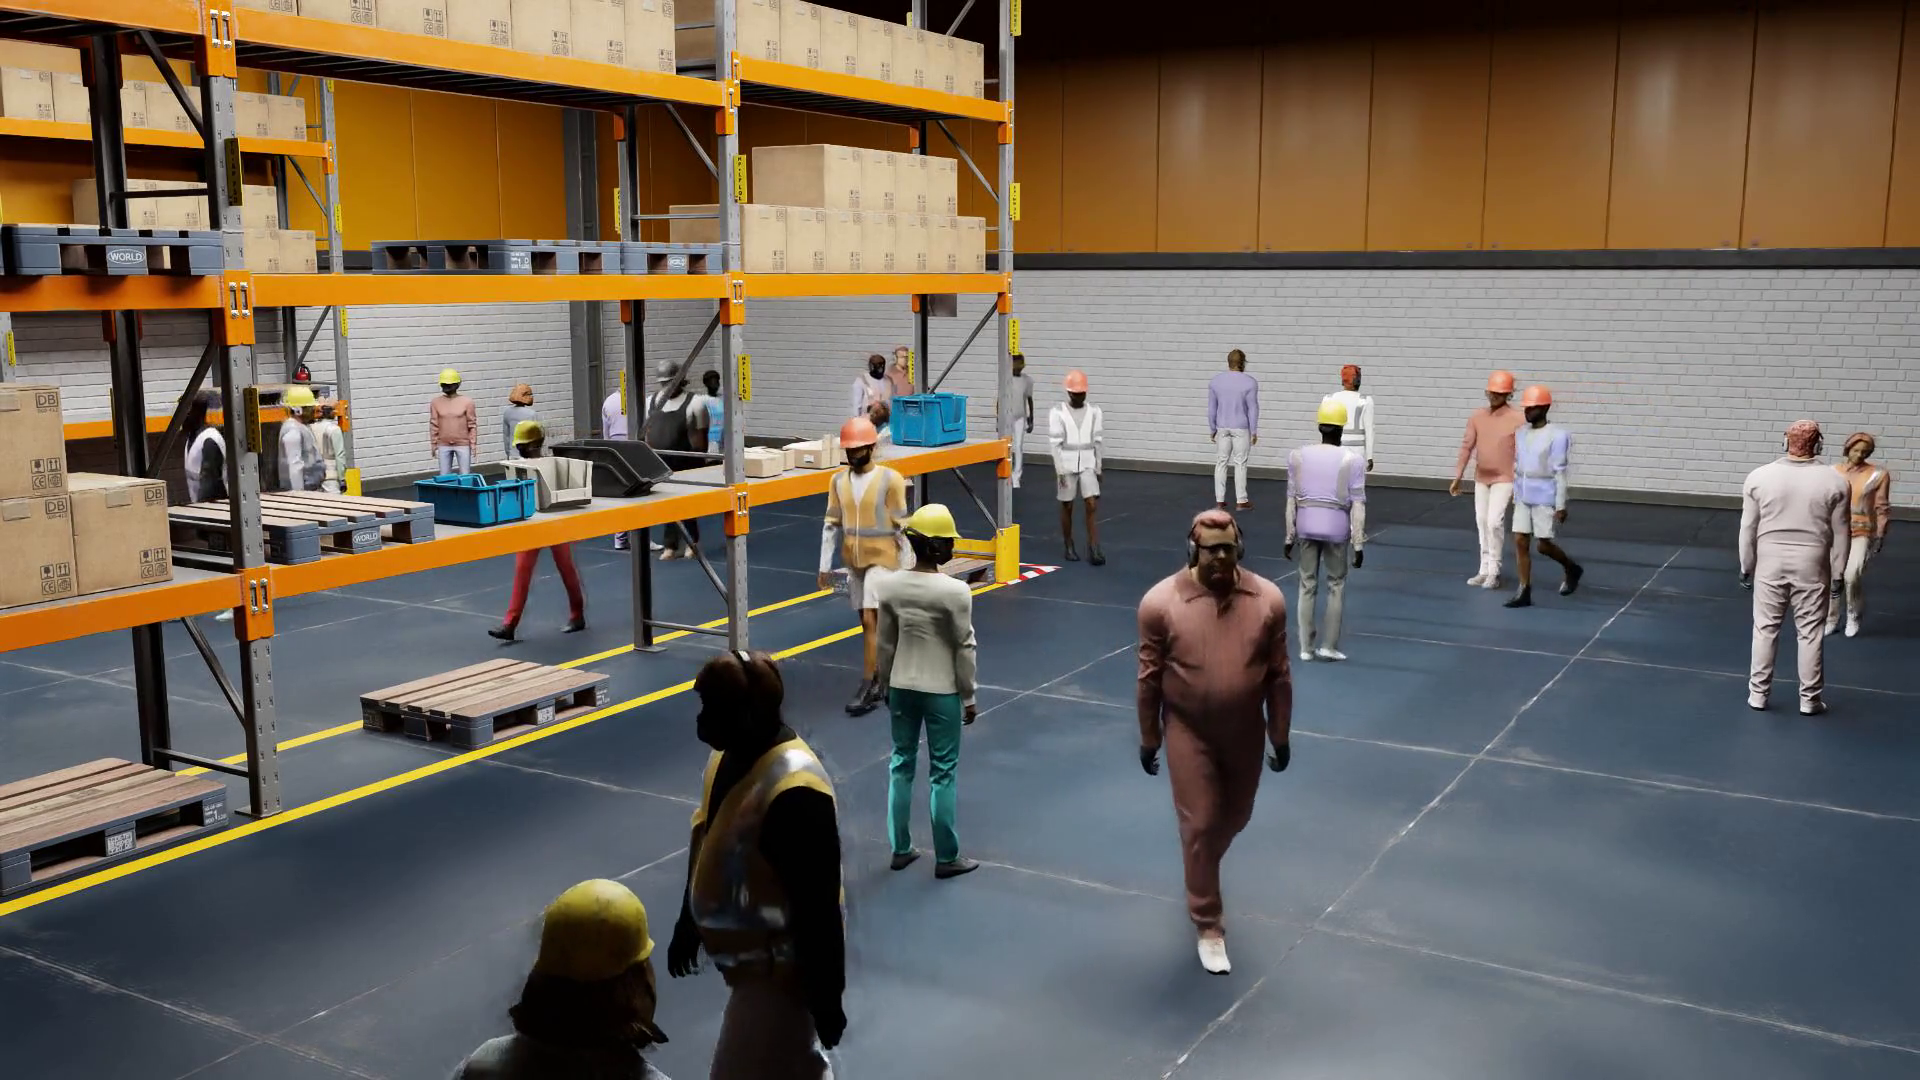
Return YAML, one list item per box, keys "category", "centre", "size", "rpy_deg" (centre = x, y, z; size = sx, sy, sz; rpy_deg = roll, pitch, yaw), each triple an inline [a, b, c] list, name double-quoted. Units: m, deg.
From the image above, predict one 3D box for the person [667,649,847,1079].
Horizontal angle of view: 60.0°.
- category: "person"
  centre: [-0.635, 1.195, 4.687]
  size: [0.809, 1.807, 0.665]
  rpy_deg: [-4, 10, -21]

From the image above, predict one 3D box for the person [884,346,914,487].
- category: "person"
  centre: [-0.812, -1.670, 22.339]
  size: [0.650, 1.881, 0.725]
  rpy_deg: [-4, 10, -23]

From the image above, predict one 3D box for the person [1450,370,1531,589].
- category: "person"
  centre: [4.767, -0.541, 15.017]
  size: [0.525, 1.977, 0.677]
  rpy_deg: [-7, 11, -36]

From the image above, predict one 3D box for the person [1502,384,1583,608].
- category: "person"
  centre: [4.981, -0.372, 14.141]
  size: [0.688, 1.920, 0.555]
  rpy_deg: [-5, 10, -26]

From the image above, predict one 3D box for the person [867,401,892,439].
- category: "person"
  centre: [-0.655, -0.585, 16.445]
  size: [0.615, 1.601, 0.561]
  rpy_deg: [-4, 10, -25]

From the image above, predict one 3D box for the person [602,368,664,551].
- category: "person"
  centre: [-3.338, -0.830, 17.031]
  size: [0.644, 1.903, 0.400]
  rpy_deg: [6, 11, 32]

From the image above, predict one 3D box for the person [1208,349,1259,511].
- category: "person"
  centre: [3.281, -1.319, 19.979]
  size: [0.630, 1.935, 0.366]
  rpy_deg: [6, 11, 32]

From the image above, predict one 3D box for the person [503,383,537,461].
- category: "person"
  centre: [-4.837, -0.917, 18.411]
  size: [0.503, 1.632, 0.274]
  rpy_deg: [6, 11, 32]

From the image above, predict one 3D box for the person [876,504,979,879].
- category: "person"
  centre: [-0.147, 0.708, 7.868]
  size: [0.528, 1.764, 0.330]
  rpy_deg: [6, 11, 32]

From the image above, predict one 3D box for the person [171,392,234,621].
- category: "person"
  centre: [-6.199, -0.246, 13.437]
  size: [0.904, 1.881, 0.616]
  rpy_deg: [-8, 12, -40]

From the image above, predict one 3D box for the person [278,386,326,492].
- category: "person"
  centre: [-6.106, -0.504, 15.289]
  size: [0.536, 1.819, 0.597]
  rpy_deg: [-2, 9, -11]

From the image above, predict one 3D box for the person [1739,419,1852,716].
- category: "person"
  centre: [5.382, 0.176, 10.743]
  size: [0.644, 1.907, 0.400]
  rpy_deg: [6, 11, 32]

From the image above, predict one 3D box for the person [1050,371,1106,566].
- category: "person"
  centre: [1.150, -0.683, 16.135]
  size: [0.549, 1.889, 0.931]
  rpy_deg: [-1, 9, -9]

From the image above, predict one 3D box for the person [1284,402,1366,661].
- category: "person"
  centre: [2.689, -0.052, 12.232]
  size: [0.595, 1.895, 0.529]
  rpy_deg: [5, 10, 28]

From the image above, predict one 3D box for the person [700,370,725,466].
- category: "person"
  centre: [-3.029, -1.235, 20.238]
  size: [0.675, 1.678, 0.536]
  rpy_deg: [8, 12, 40]

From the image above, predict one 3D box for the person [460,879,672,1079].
- category: "person"
  centre: [-0.739, 1.498, 3.107]
  size: [0.486, 1.710, 0.830]
  rpy_deg: [2, 9, 11]

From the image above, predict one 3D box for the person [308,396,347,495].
- category: "person"
  centre: [-6.231, -0.593, 16.381]
  size: [0.517, 1.636, 0.314]
  rpy_deg: [6, 11, 32]

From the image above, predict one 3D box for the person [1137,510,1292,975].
- category: "person"
  centre: [1.068, 0.783, 7.054]
  size: [0.649, 1.873, 0.897]
  rpy_deg: [-1, 9, -7]

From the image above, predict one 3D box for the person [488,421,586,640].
- category: "person"
  centre: [-3.263, -0.069, 12.893]
  size: [0.530, 1.708, 0.953]
  rpy_deg: [4, 10, 23]

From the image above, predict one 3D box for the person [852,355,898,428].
- category: "person"
  centre: [-0.998, -1.455, 21.251]
  size: [0.654, 1.794, 0.927]
  rpy_deg: [-6, 11, -35]

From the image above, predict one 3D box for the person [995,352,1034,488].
- category: "person"
  centre: [0.724, -1.630, 22.316]
  size: [0.528, 1.820, 0.876]
  rpy_deg: [0, 9, -1]

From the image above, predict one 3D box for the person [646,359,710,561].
- category: "person"
  centre: [-2.848, -0.799, 16.407]
  size: [0.683, 2.000, 0.540]
  rpy_deg: [3, 10, 17]

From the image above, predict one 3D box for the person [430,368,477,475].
- category: "person"
  centre: [-5.780, -1.075, 18.991]
  size: [0.527, 1.765, 0.328]
  rpy_deg: [0, 9, -2]

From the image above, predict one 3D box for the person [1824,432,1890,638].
- category: "person"
  centre: [6.896, -0.034, 12.938]
  size: [0.399, 1.620, 0.535]
  rpy_deg: [-8, 12, -42]

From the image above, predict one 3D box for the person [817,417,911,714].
- category: "person"
  centre: [-0.661, 0.162, 10.812]
  size: [0.571, 1.905, 0.823]
  rpy_deg: [5, 10, 28]

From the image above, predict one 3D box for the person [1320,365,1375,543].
- category: "person"
  centre: [4.091, -0.907, 17.573]
  size: [0.577, 1.882, 0.349]
  rpy_deg: [6, 11, 32]
